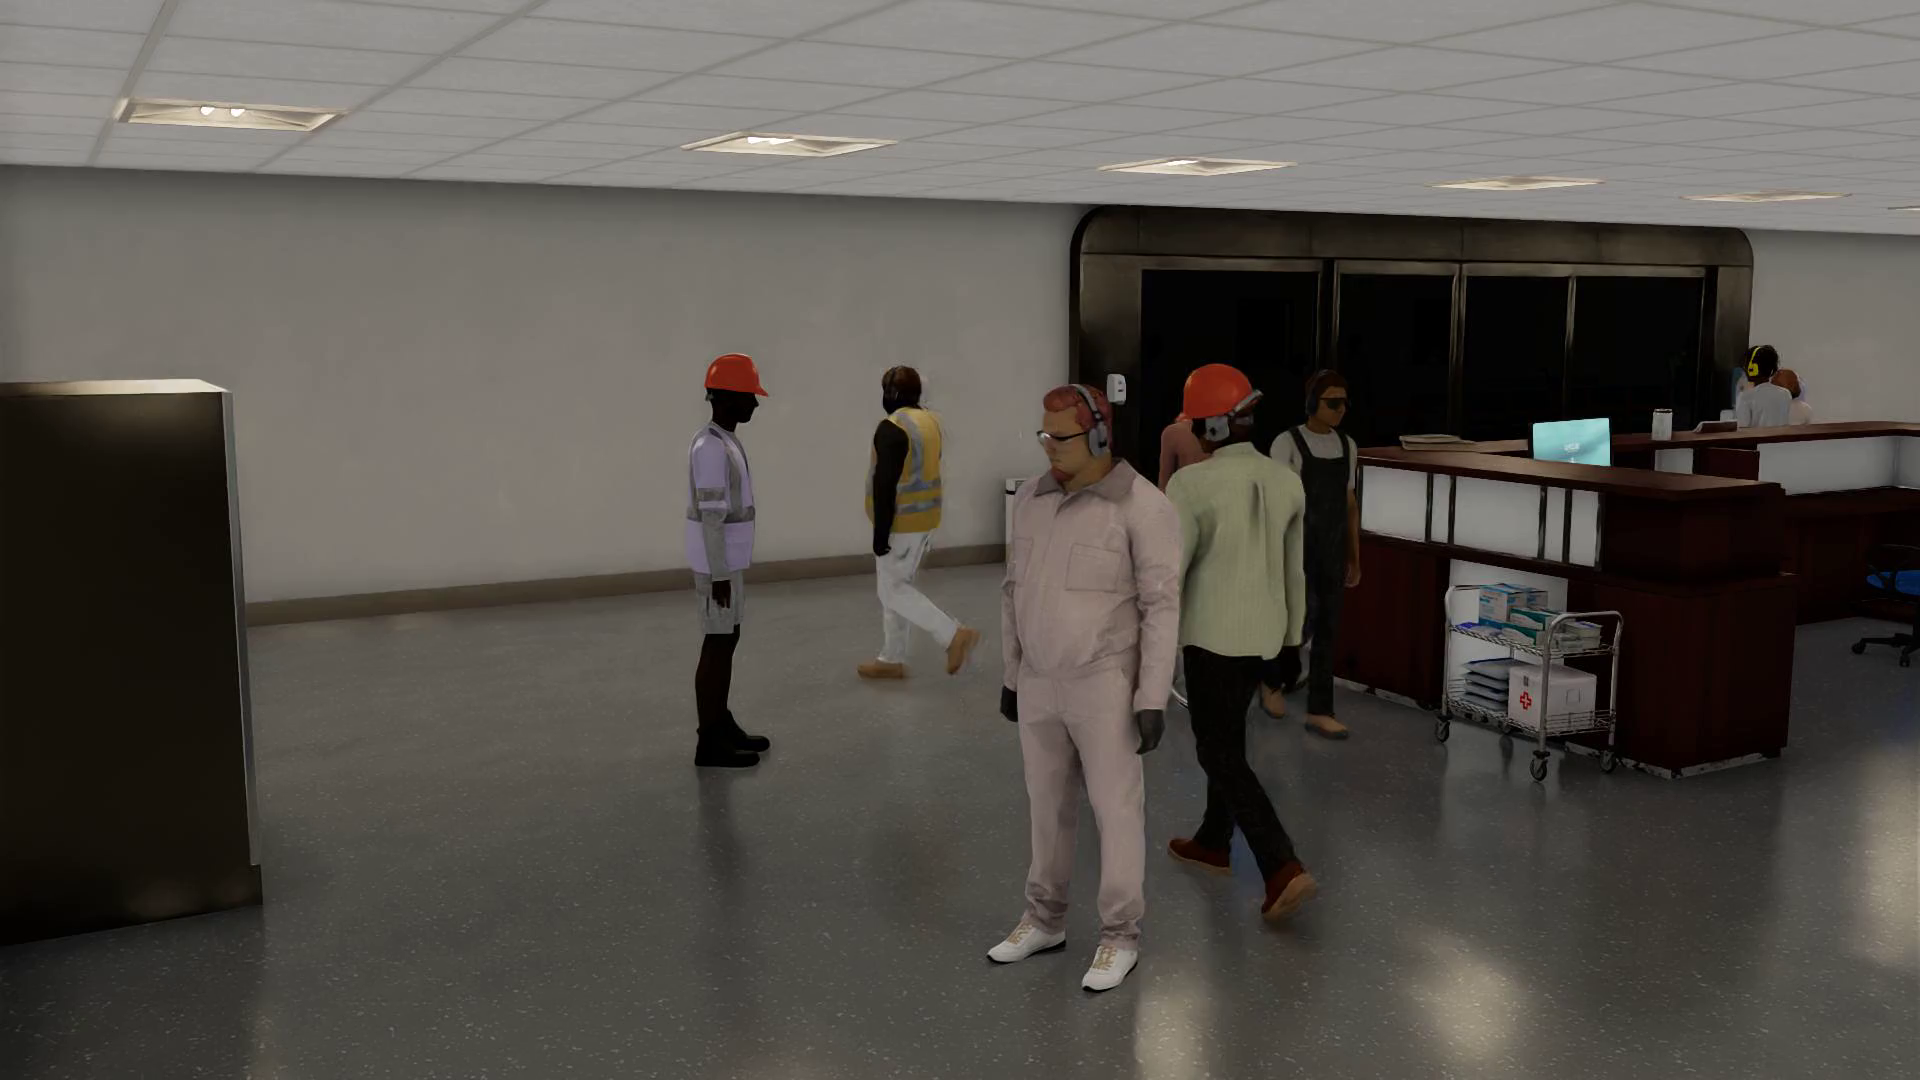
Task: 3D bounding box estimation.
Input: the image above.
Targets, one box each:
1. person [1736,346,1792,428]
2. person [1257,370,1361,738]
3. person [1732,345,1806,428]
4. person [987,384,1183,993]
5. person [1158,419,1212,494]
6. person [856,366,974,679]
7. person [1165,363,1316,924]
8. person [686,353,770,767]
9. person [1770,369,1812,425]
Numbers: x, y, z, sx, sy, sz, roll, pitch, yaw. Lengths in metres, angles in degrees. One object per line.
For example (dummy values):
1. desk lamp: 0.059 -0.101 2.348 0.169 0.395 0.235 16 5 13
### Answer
1. person: 6.061 -0.536 12.614 0.507 1.862 0.331 -3 8 -18
2. person: 1.757 0.067 8.312 0.544 1.834 0.491 -4 9 -27
3. person: 7.490 -0.904 15.457 0.514 1.810 0.653 -6 10 -35
4. person: 0.372 0.460 5.263 0.643 1.901 0.400 7 11 42
5. person: 1.528 -0.203 10.578 0.545 1.743 0.611 2 8 12
6. person: -0.251 -0.080 9.477 0.659 1.820 0.642 3 8 19
7. person: 1.010 0.348 5.924 0.614 1.955 0.920 -5 9 -33
8. person: -1.081 0.095 7.803 0.390 1.929 0.545 0 8 1
9. person: 6.940 -0.624 14.063 0.508 1.632 0.264 -2 8 -15
